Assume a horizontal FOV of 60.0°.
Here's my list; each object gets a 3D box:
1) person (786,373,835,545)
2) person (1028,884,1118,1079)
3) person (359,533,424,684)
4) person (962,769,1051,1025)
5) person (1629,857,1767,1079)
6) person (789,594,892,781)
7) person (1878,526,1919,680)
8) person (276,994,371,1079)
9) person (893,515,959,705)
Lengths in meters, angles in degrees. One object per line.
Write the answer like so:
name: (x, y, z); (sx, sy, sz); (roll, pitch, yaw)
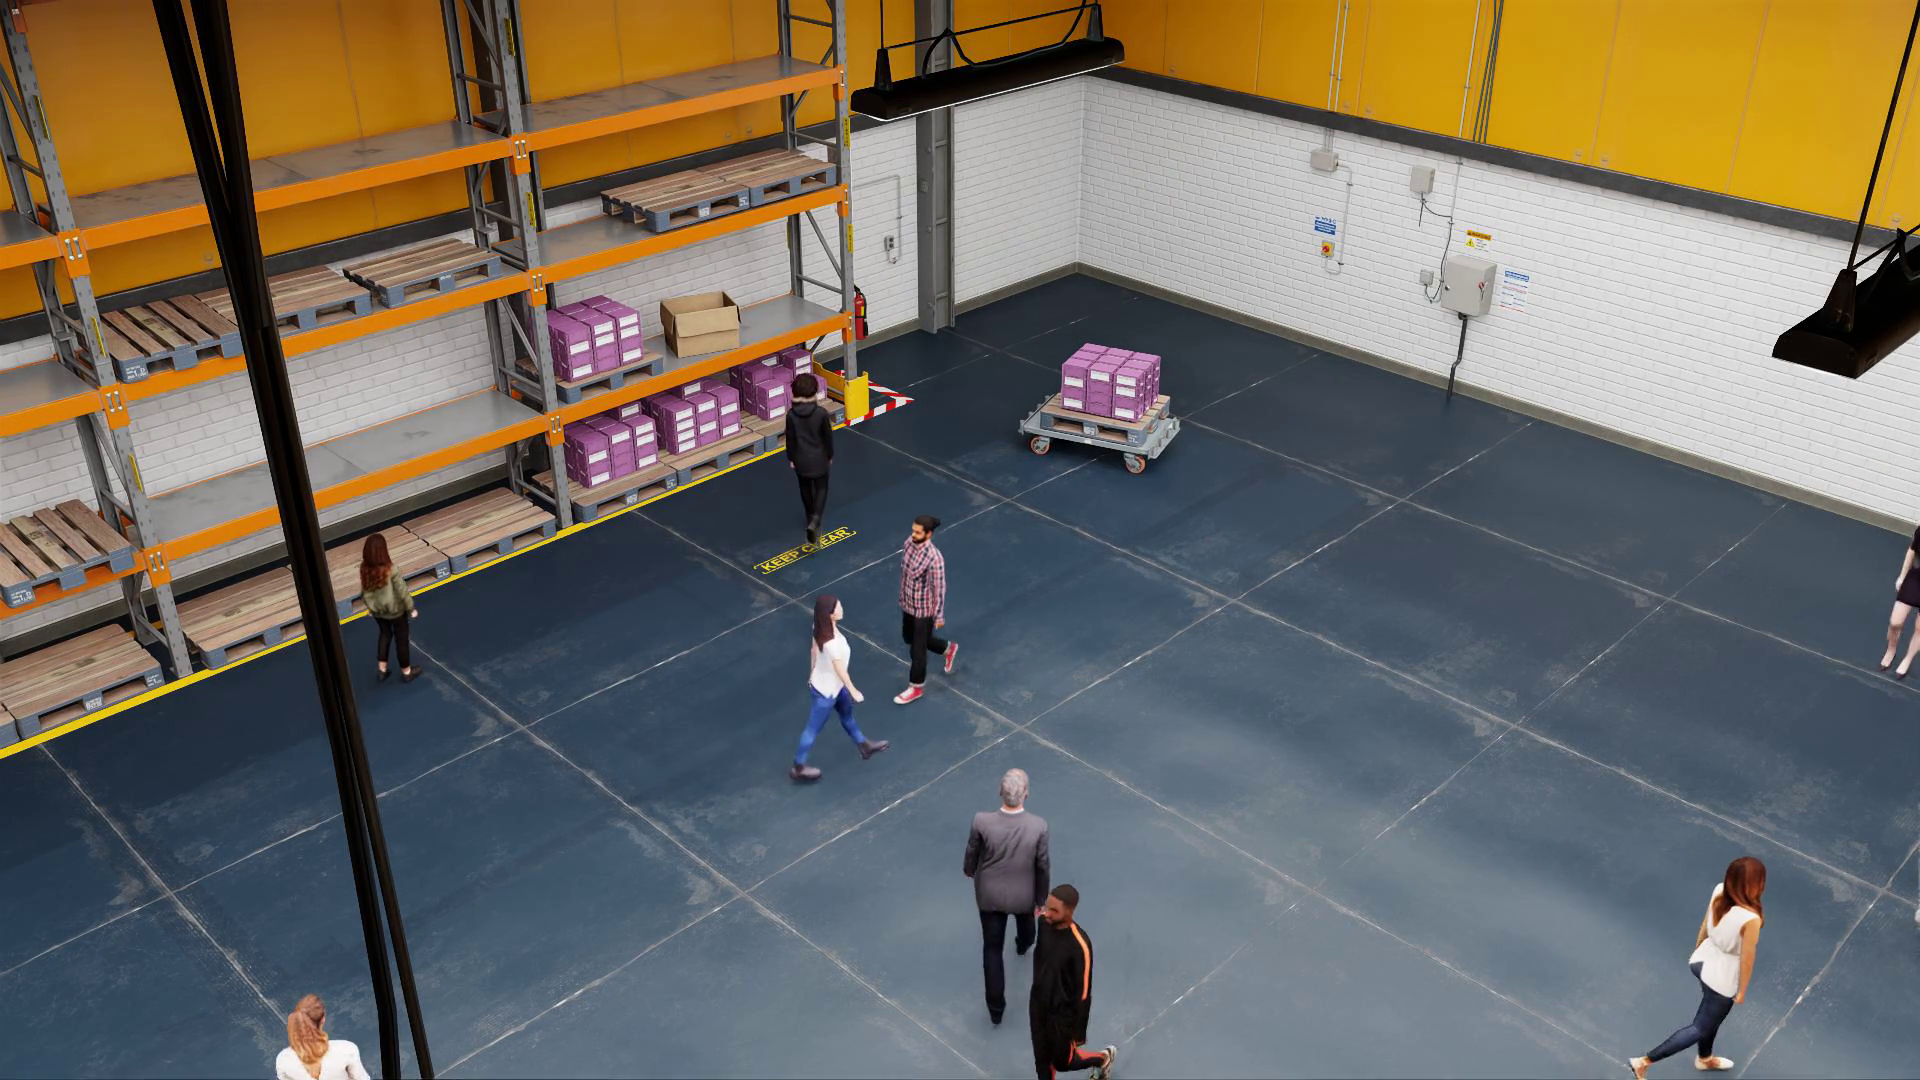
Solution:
person: (-1.498, -0.806, 16.733); (1.042, 1.762, 1.132); (1, 29, 1)
person: (0.666, 2.795, 10.102); (0.973, 1.788, 0.704); (-20, 35, -32)
person: (-4.978, 0.622, 14.415); (0.696, 1.474, 0.726); (10, 30, 18)
person: (0.302, 2.361, 10.892); (1.206, 1.795, 1.270); (0, 29, 0)
person: (4.600, 2.706, 10.297); (1.113, 1.759, 0.980); (-4, 29, -7)
person: (-1.132, 1.215, 13.153); (1.178, 1.642, 0.968); (-7, 29, -13)
person: (8.435, 0.391, 14.480); (0.626, 1.817, 0.620); (22, 35, 34)
person: (-3.506, 3.295, 9.285); (1.105, 1.693, 1.093); (-3, 29, -6)
person: (-0.281, 0.544, 14.279); (1.042, 1.741, 0.825); (-18, 33, -29)
